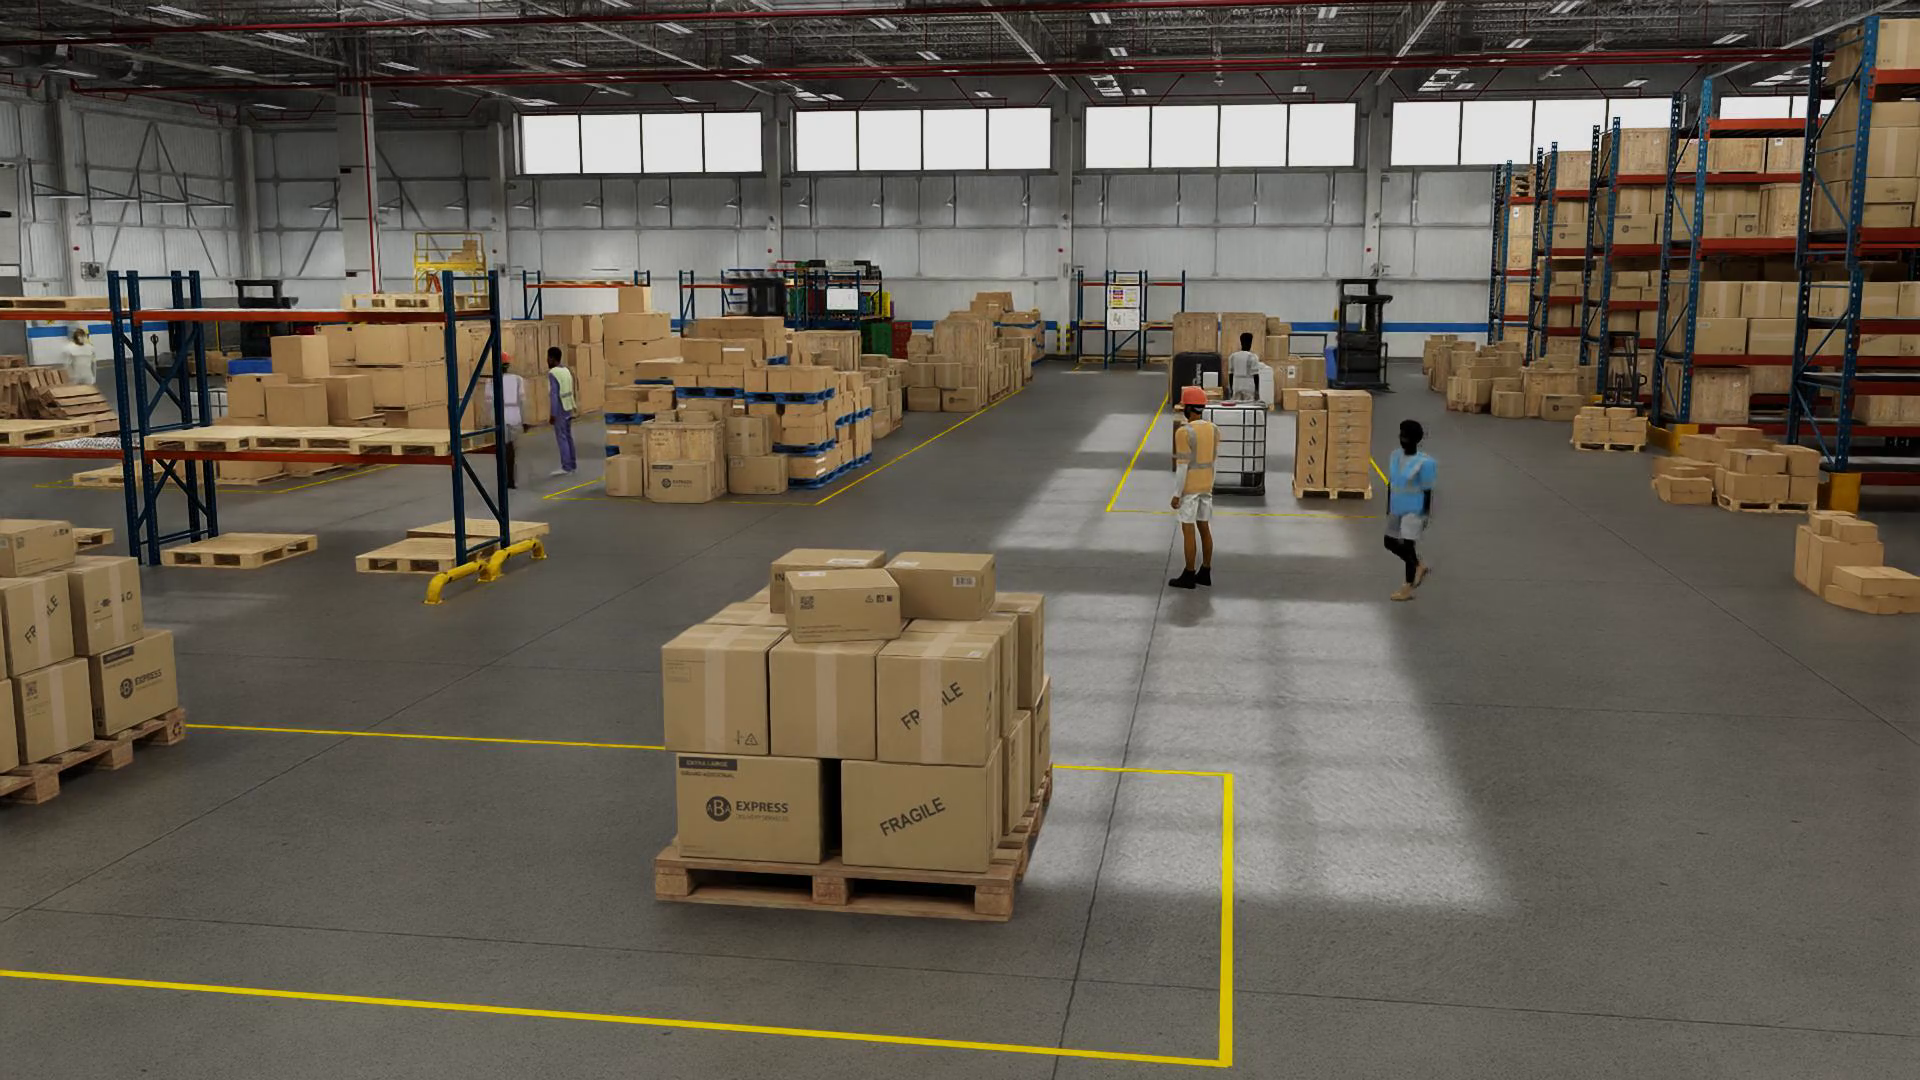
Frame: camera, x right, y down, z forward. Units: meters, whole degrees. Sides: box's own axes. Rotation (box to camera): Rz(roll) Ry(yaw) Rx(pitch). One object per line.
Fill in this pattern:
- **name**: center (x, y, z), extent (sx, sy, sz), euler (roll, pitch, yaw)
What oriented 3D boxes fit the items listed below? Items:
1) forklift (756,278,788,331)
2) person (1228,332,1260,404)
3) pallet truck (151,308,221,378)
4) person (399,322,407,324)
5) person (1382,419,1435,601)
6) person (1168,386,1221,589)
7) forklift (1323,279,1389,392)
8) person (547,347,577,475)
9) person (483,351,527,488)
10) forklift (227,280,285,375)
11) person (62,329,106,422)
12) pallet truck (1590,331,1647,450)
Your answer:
- **forklift**: center (-5.015, -5.605, 44.485), extent (1.873, 2.768, 1.129), euler (6, 11, 33)
- **person**: center (4.949, -2.623, 28.904), extent (0.605, 1.966, 0.367), euler (8, 12, 41)
- **pallet truck**: center (-21.869, -5.598, 47.154), extent (0.823, 1.965, 1.885), euler (4, 10, 26)
- **person**: center (-15.216, -5.257, 45.448), extent (0.346, 1.878, 0.578), euler (0, 9, 0)
- **person**: center (4.163, -0.282, 15.305), extent (0.447, 1.684, 0.541), euler (-5, 11, -29)
- **person**: center (2.227, -0.502, 15.907), extent (0.543, 1.939, 0.356), euler (-8, 12, -40)
- **forklift**: center (9.859, -5.122, 41.505), extent (1.129, 2.768, 1.873), euler (-1, 9, -8)
- **person**: center (-5.942, -1.922, 24.796), extent (0.406, 1.905, 0.609), euler (1, 9, 5)
- **person**: center (-6.404, -1.686, 23.266), extent (0.577, 1.914, 0.681), euler (-7, 12, -39)
- **forklift**: center (-15.509, -4.389, 36.986), extent (1.129, 2.768, 1.873), euler (-1, 9, -5)
- **person**: center (-16.981, -3.125, 32.236), extent (0.989, 1.893, 0.637), euler (8, 12, 42)
- **pallet truck**: center (11.253, -2.573, 28.499), extent (0.823, 1.965, 1.885), euler (5, 10, 27)
